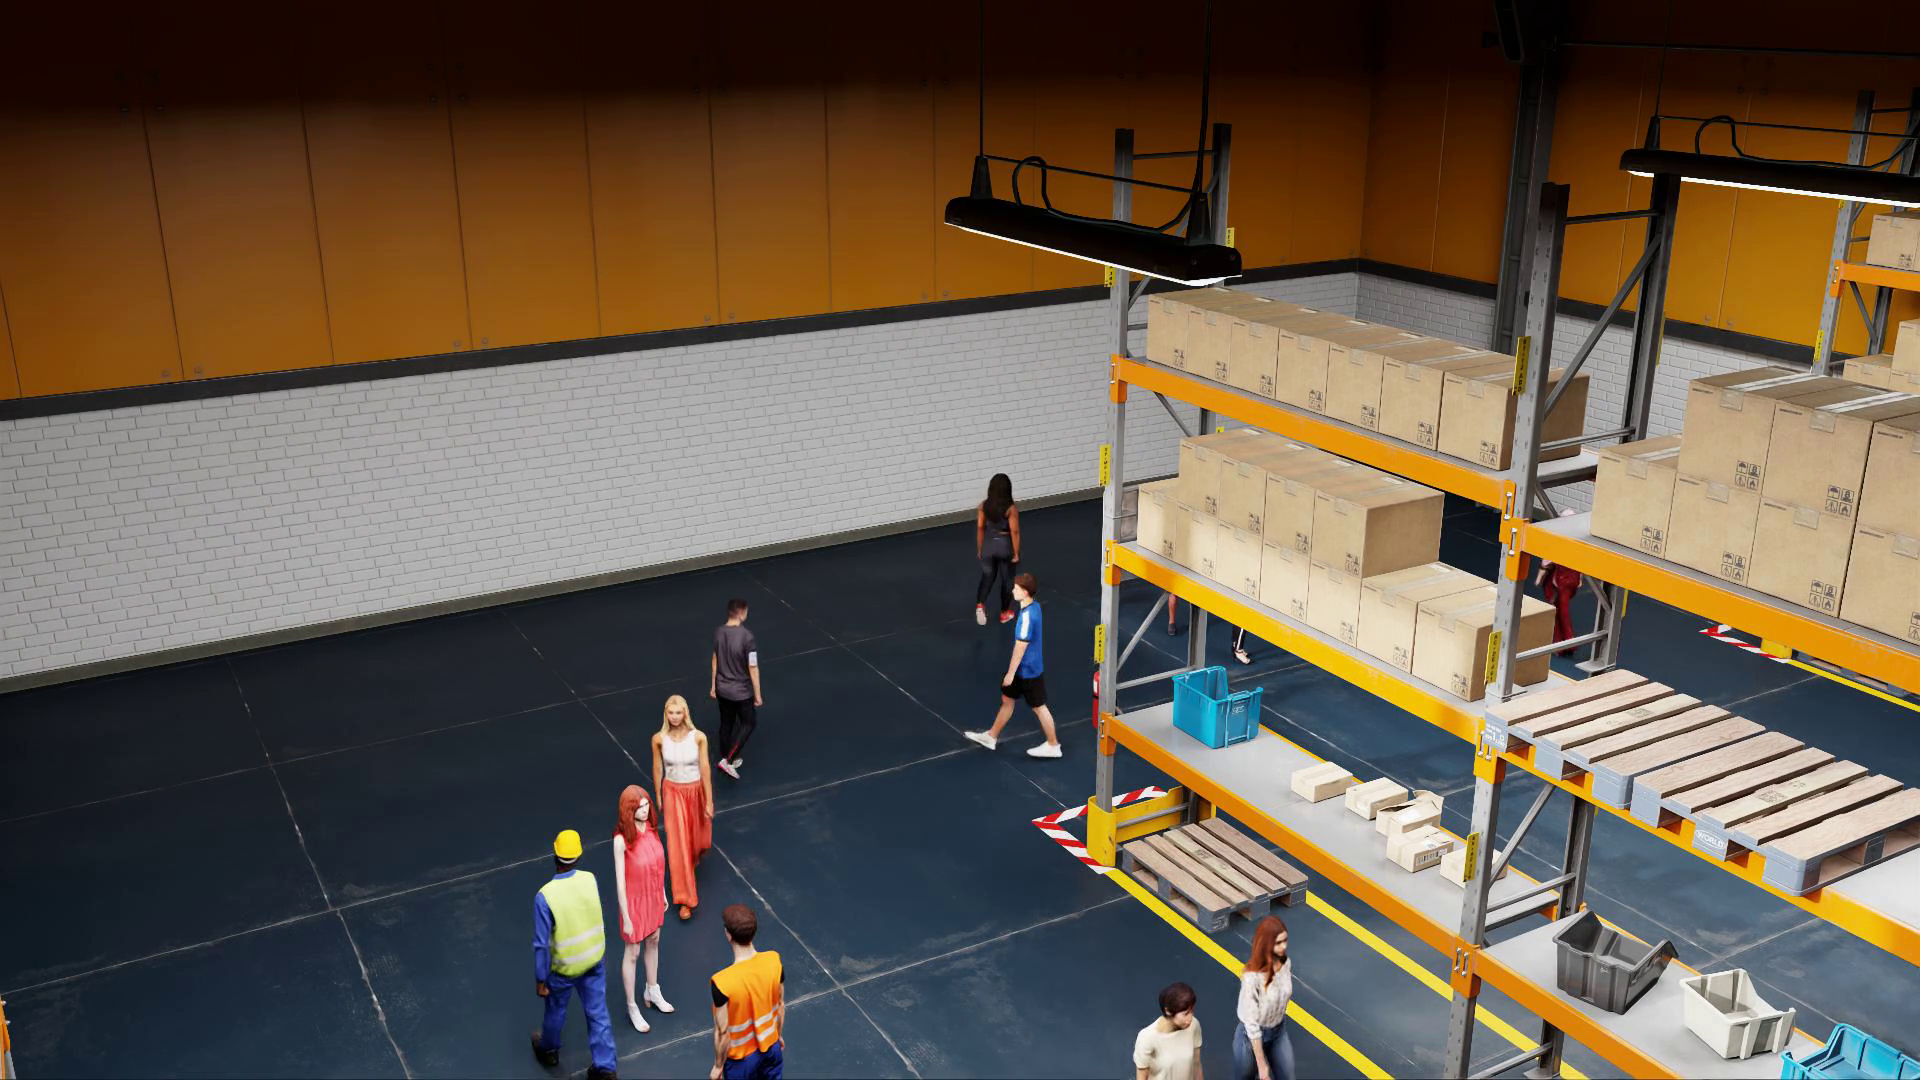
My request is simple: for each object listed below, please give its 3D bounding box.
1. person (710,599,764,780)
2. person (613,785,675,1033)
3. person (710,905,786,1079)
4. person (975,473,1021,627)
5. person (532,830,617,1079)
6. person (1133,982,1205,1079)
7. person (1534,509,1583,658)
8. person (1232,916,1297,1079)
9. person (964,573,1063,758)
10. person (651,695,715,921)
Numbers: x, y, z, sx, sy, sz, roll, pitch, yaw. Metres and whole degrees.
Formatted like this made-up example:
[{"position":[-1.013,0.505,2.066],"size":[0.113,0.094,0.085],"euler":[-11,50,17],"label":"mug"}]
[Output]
[{"position":[-2.079,1.401,15.141],"size":[0.911,1.747,0.960],"euler":[9,21,24],"label":"person"},{"position":[-2.231,2.543,11.621],"size":[0.666,1.828,0.667],"euler":[11,21,29],"label":"person"},{"position":[-1.252,3.059,10.007],"size":[0.731,1.881,0.695],"euler":[-16,24,-39],"label":"person"},{"position":[0.408,0.144,18.794],"size":[1.058,1.797,1.068],"euler":[8,20,22],"label":"person"},{"position":[-2.489,2.810,10.924],"size":[0.899,1.769,1.149],"euler":[-18,25,-42],"label":"person"},{"position":[1.182,3.272,9.863],"size":[0.606,1.570,0.708],"euler":[-12,22,-31],"label":"person"},{"position":[6.587,0.475,18.090],"size":[0.774,1.619,1.114],"euler":[-7,20,-19],"label":"person"},{"position":[1.795,3.054,10.295],"size":[0.570,1.707,0.883],"euler":[-11,21,-29],"label":"person"},{"position":[0.728,1.214,15.580],"size":[1.056,1.821,1.187],"euler":[-1,19,-3],"label":"person"},{"position":[-2.173,2.038,13.229],"size":[0.938,1.760,1.257],"euler":[-2,19,-6],"label":"person"}]
